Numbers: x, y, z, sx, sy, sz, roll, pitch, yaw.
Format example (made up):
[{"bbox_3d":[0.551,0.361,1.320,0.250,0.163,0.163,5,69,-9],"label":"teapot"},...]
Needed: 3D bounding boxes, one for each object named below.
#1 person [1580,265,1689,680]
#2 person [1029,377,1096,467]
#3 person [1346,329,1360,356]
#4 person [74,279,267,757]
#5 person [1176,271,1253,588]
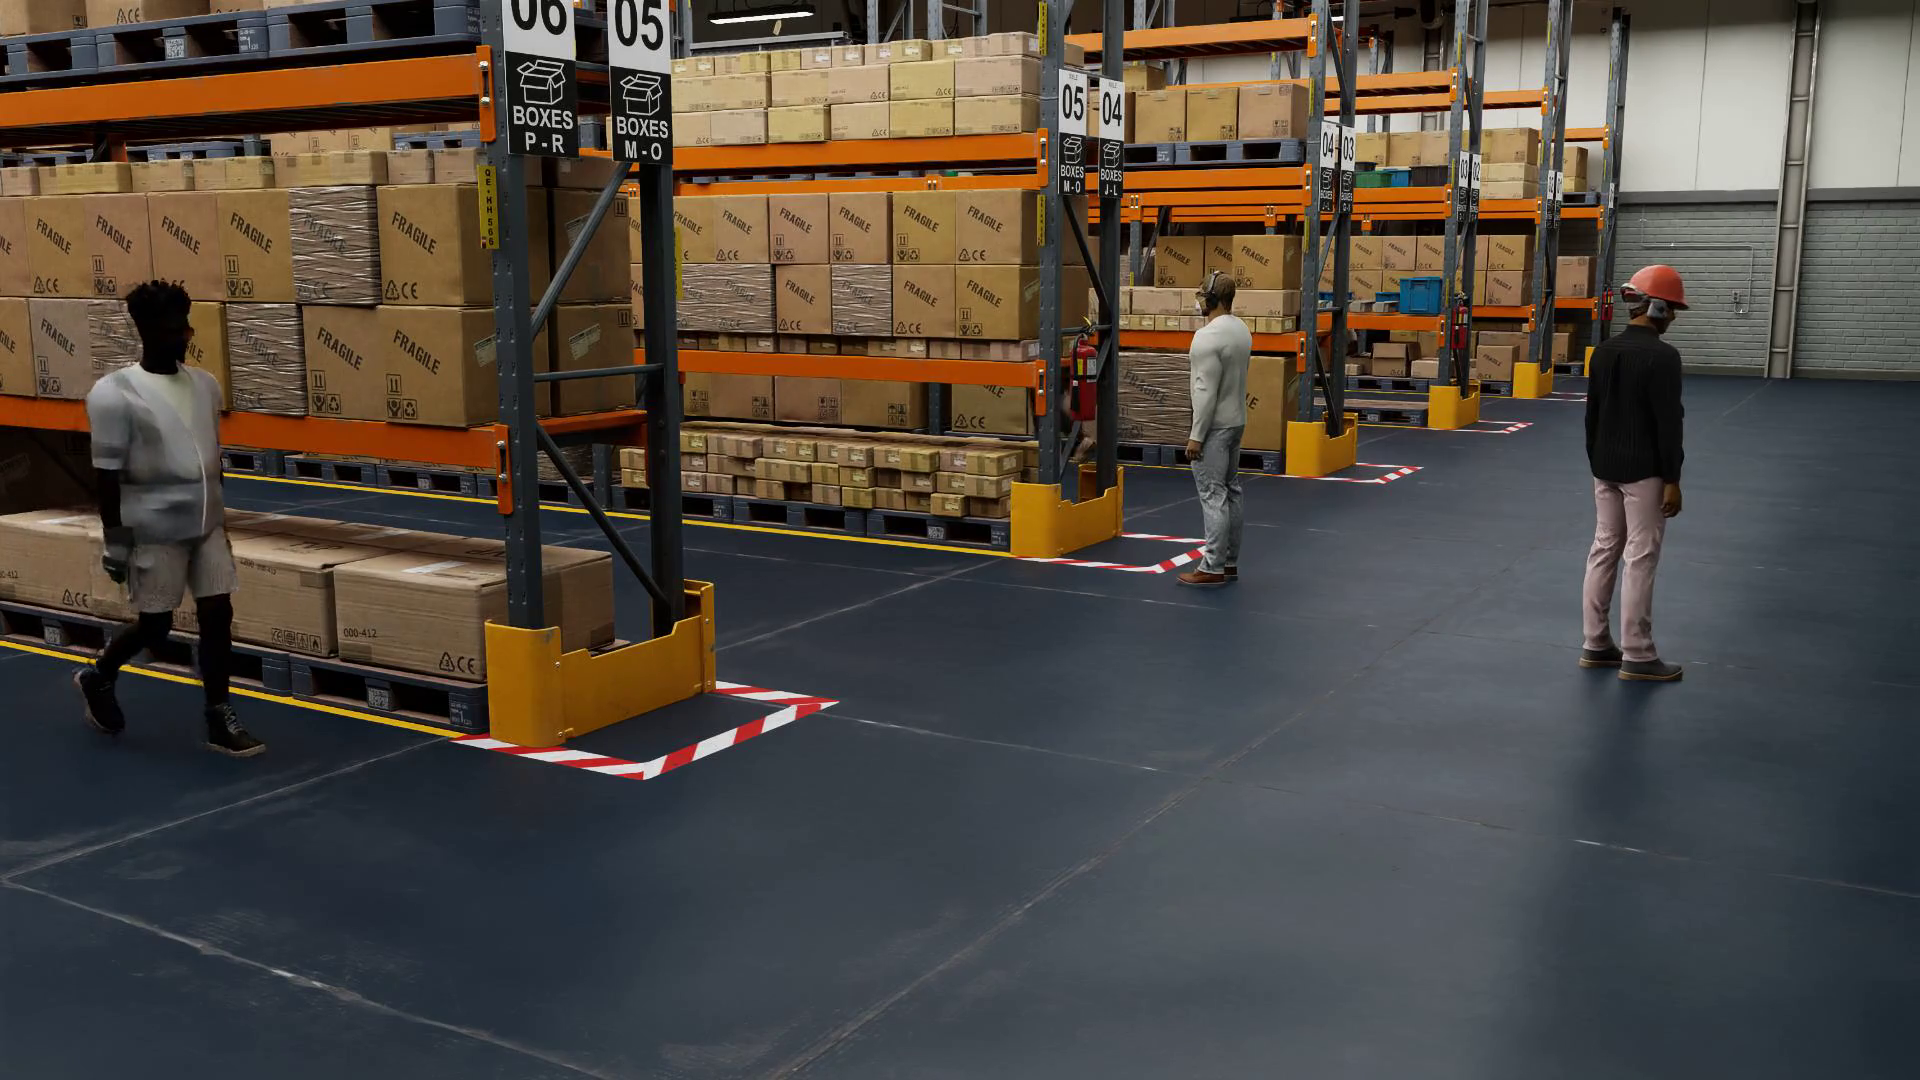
[{"bbox_3d":[3.273,-0.322,8.033,0.393,1.985,0.611,-3,10,-17],"label":"person"},{"bbox_3d":[0.854,-1.622,15.480,0.621,2.000,0.692,4,11,25],"label":"person"},{"bbox_3d":[6.223,-3.531,26.827,1.073,1.985,0.634,6,12,33],"label":"person"},{"bbox_3d":[-3.261,-0.082,6.760,0.805,1.944,0.608,4,11,23],"label":"person"},{"bbox_3d":[1.568,-0.674,10.230,0.372,1.940,0.631,6,11,30],"label":"person"}]
